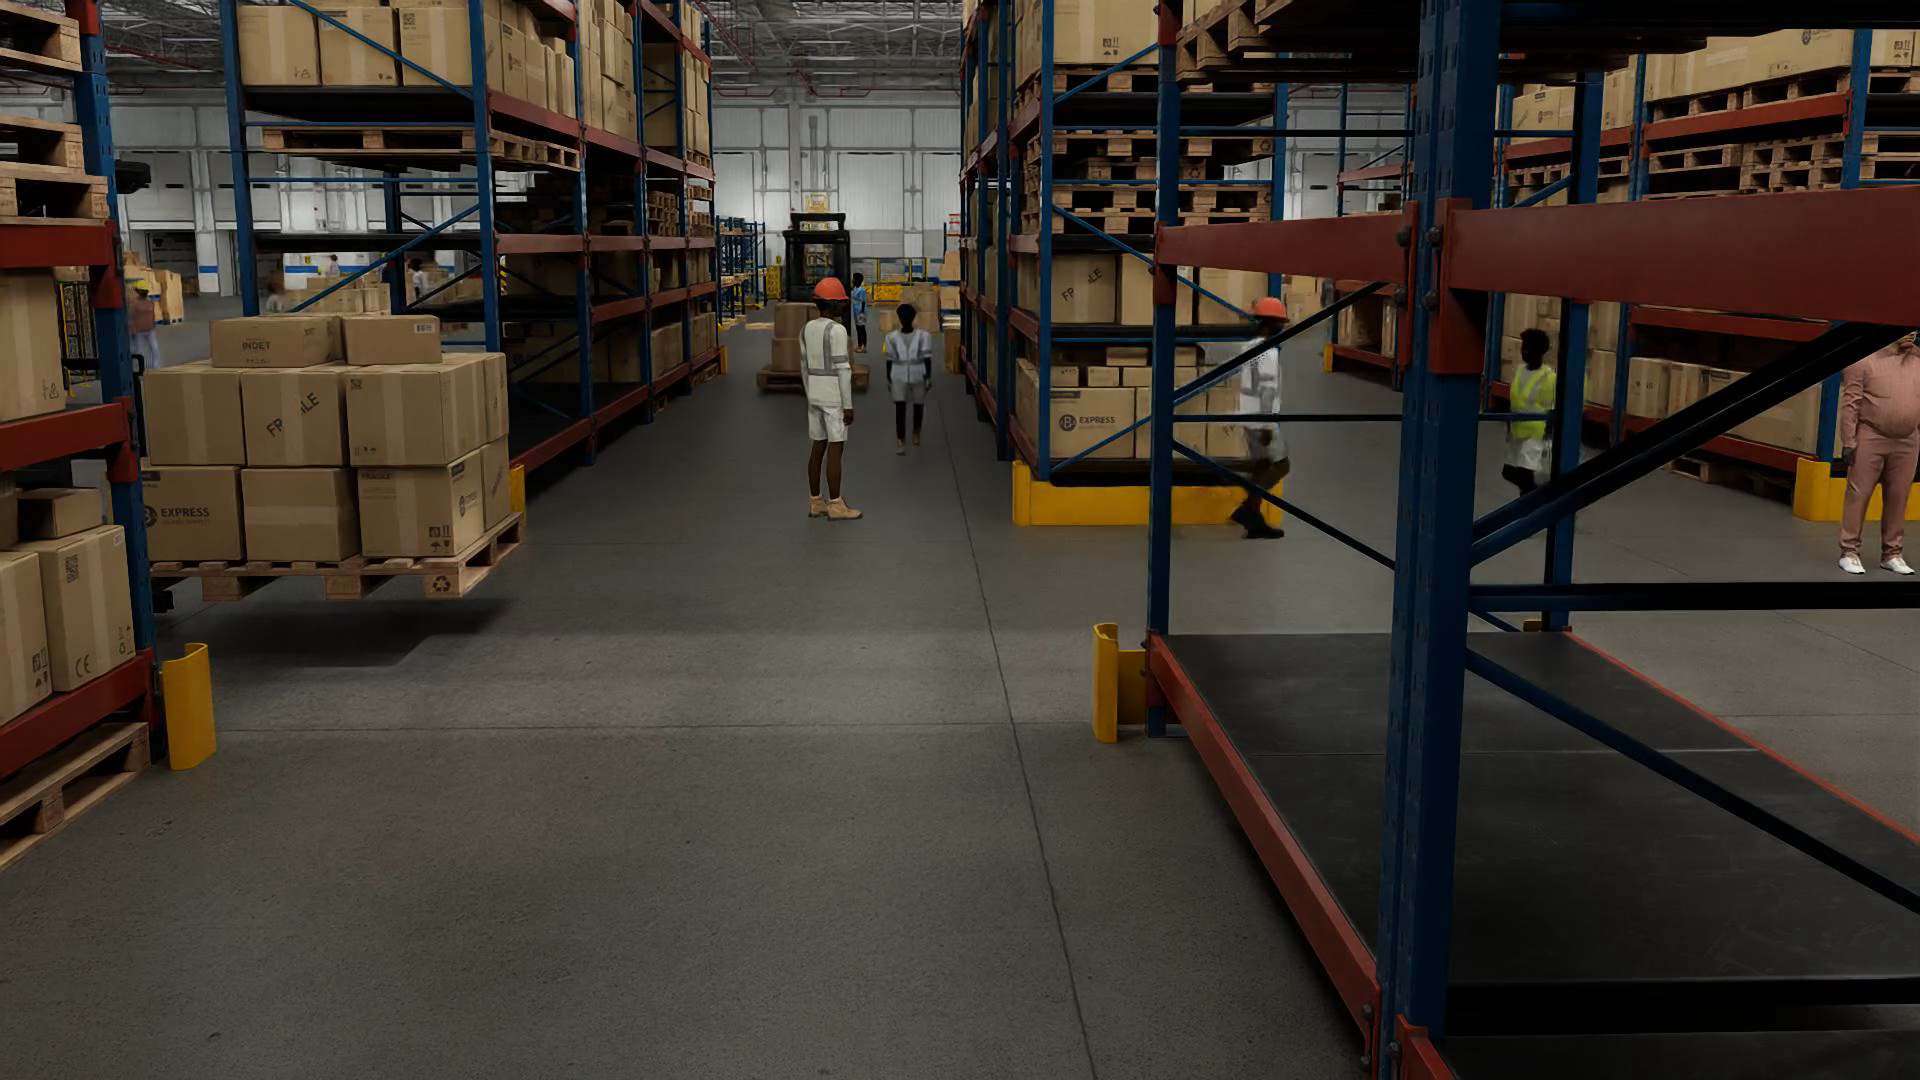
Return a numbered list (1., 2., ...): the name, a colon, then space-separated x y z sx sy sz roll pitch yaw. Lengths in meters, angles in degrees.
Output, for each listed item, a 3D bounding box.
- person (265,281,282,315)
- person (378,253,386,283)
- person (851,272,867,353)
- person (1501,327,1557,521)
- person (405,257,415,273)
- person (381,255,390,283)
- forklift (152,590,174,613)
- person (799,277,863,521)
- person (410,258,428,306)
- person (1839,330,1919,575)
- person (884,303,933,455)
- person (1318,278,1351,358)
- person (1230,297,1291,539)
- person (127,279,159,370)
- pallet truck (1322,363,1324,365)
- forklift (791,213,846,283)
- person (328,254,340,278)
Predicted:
1. person: -12.477 -3.924 30.456 0.442 1.630 0.513 0 10 2
2. person: -21.551 -9.785 62.325 0.399 1.918 0.583 1 10 6
3. person: -2.131 -4.802 35.169 0.322 1.697 0.533 -4 11 -21
4. person: 4.537 -0.834 13.081 0.471 1.677 0.546 -3 11 -18
5. person: -15.148 -6.874 46.112 0.723 1.916 0.556 4 11 23
6. person: -18.840 -8.479 54.696 0.707 2.000 0.851 9 13 40
7. forklift: -5.858 -0.811 9.639 1.873 2.768 1.129 -1 10 -3
8. person: -1.094 -1.183 14.042 0.377 2.045 0.605 -8 13 -39
9. person: -13.456 -5.988 41.115 0.863 1.927 0.628 1 10 5
10. person: 6.550 -0.694 11.739 0.642 1.900 0.401 0 10 2
11. person: -0.574 -1.800 18.497 0.542 1.677 0.623 0 10 -1
12. person: 7.540 -4.625 33.588 0.655 1.906 0.900 5 11 27
13. person: 2.392 -0.948 13.094 0.429 1.911 0.570 -2 10 -9
14. person: -13.750 -3.518 27.898 0.763 1.730 0.526 5 11 25
15. pallet truck: 7.712 -4.157 30.737 1.885 1.965 0.823 3 11 16
16. forklift: -2.410 -4.213 28.590 1.129 2.768 1.873 0 10 -2
17. person: -25.395 -10.713 67.742 0.681 1.819 0.664 -9 14 -41
